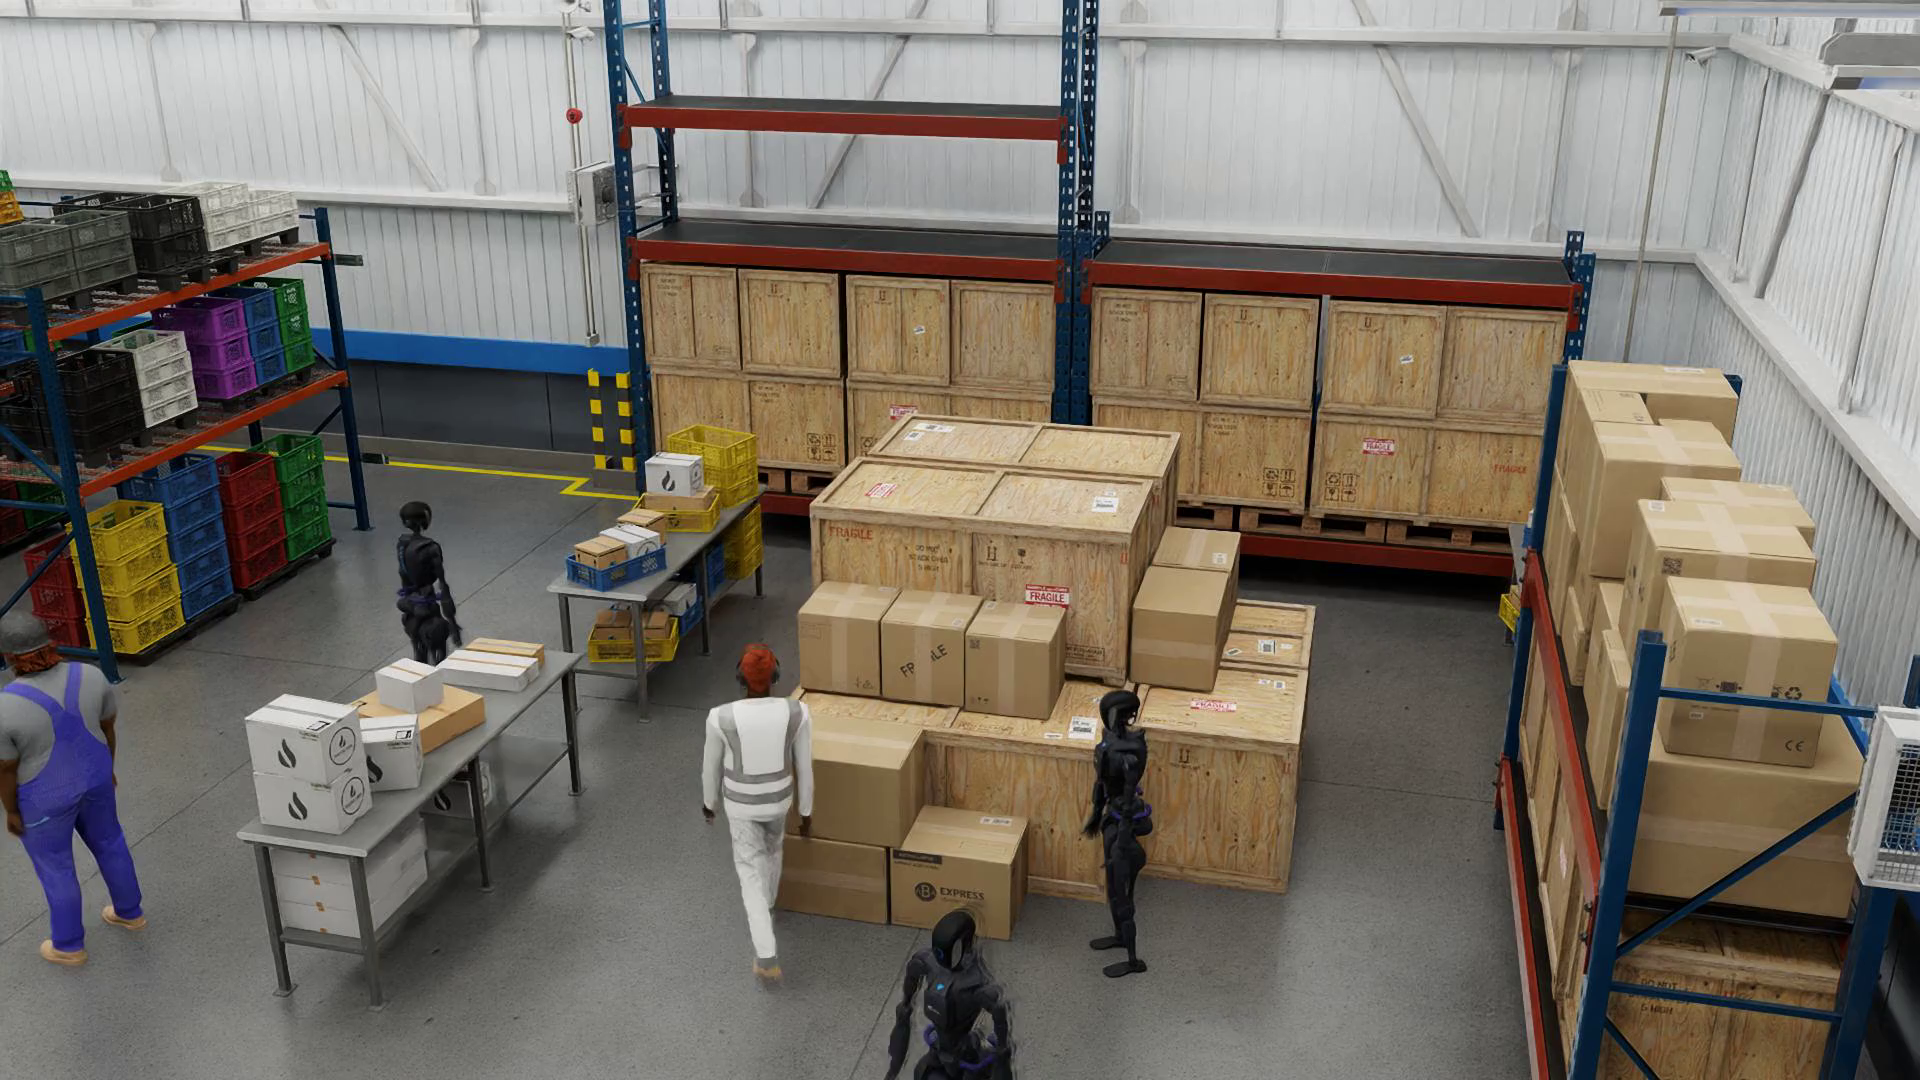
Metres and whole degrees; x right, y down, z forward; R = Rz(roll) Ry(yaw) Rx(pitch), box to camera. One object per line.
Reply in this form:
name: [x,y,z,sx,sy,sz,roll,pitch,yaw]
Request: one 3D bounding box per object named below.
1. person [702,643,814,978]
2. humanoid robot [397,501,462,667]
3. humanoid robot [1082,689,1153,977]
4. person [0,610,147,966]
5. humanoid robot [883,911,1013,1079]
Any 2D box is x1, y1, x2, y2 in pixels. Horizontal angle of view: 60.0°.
person: [-1.092,1.432,9.094,0.582,1.840,0.918,-8,22,-20]
humanoid robot: [-3.737,0.513,11.716,0.601,1.658,0.341,17,27,37]
humanoid robot: [0.857,1.566,8.974,0.318,1.653,0.574,-3,21,-8]
person: [-4.954,1.319,9.116,0.537,2.000,0.683,12,24,28]
humanoid robot: [-0.066,2.298,7.054,0.600,1.645,0.416,19,28,41]
